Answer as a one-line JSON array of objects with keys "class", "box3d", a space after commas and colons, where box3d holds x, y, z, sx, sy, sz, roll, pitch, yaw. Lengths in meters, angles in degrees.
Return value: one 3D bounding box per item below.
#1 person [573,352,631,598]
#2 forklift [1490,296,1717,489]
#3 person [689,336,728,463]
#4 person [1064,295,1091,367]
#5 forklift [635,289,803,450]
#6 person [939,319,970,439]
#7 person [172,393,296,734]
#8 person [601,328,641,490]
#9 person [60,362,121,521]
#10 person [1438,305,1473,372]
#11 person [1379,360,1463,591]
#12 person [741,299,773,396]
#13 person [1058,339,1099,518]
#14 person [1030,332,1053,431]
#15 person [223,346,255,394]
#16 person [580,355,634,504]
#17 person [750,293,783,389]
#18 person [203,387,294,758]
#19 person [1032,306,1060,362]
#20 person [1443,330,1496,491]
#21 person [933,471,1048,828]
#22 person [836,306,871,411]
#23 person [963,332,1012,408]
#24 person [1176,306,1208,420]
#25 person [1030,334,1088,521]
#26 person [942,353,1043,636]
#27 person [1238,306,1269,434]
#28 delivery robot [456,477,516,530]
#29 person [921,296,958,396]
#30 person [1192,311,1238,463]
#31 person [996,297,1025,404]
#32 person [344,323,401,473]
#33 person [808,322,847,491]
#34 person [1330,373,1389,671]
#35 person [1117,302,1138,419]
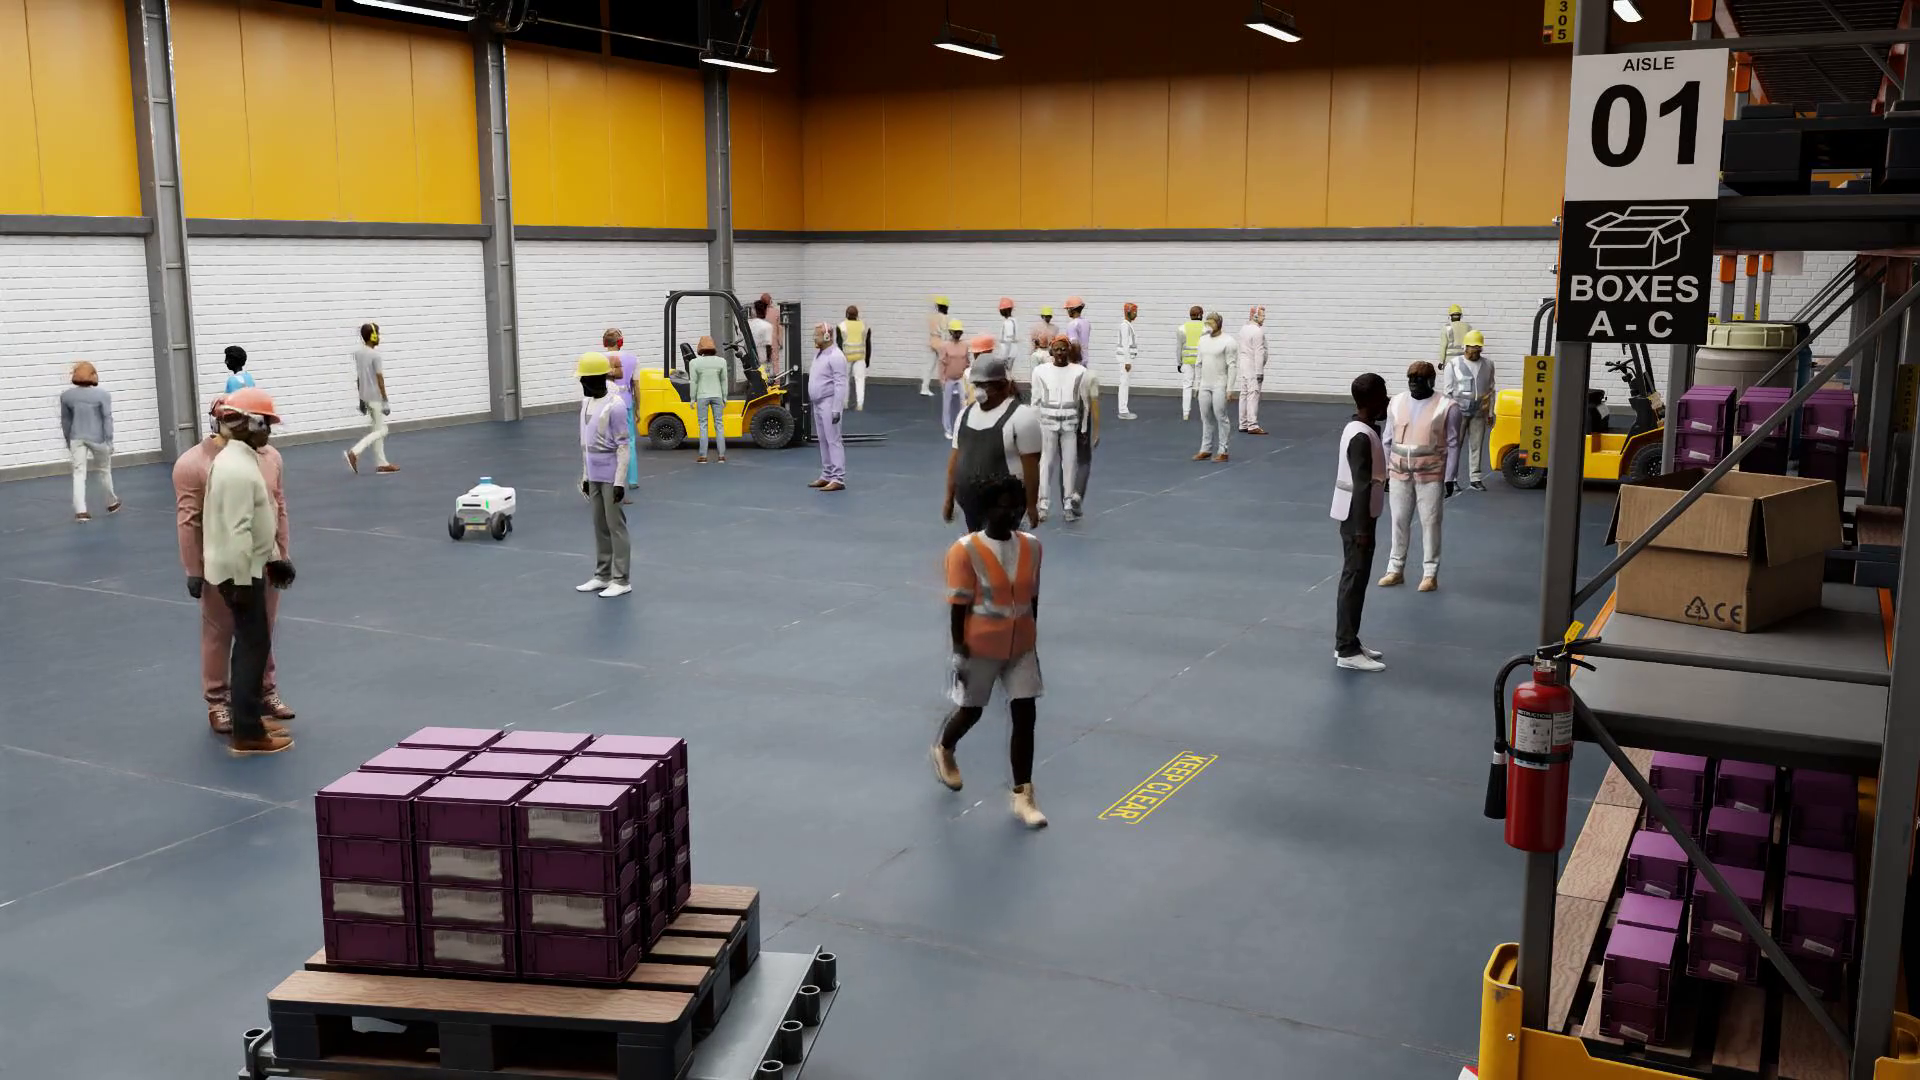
[{"class": "person", "box3d": [-2.798, -0.512, 13.033, 0.383, 1.924, 0.589, -8, 13, -40]}, {"class": "forklift", "box3d": [7.296, -1.677, 18.993, 2.313, 2.155, 1.214, 5, 11, 27]}, {"class": "person", "box3d": [-3.217, -1.796, 21.308, 0.497, 1.632, 0.289, -4, 11, -21]}, {"class": "person", "box3d": [1.758, -2.711, 25.425, 0.395, 2.038, 0.615, 5, 11, 28]}, {"class": "forklift", "box3d": [-3.358, -2.392, 23.136, 2.313, 2.155, 1.214, -1, 10, -5]}, {"class": "person", "box3d": [-0.043, -2.280, 23.808, 0.525, 1.737, 0.786, -4, 10, -21]}, {"class": "person", "box3d": [-4.068, 0.121, 9.419, 0.402, 1.906, 0.652, 7, 12, 36]}, {"class": "person", "box3d": [-3.893, -1.468, 18.809, 0.564, 1.839, 0.396, -3, 10, -14]}, {"class": "person", "box3d": [-8.830, -1.010, 16.870, 0.518, 1.580, 0.850, -1, 10, -8]}, {"class": "person", "box3d": [8.272, -3.021, 27.852, 0.591, 1.823, 0.404, -3, 10, -15]}, {"class": "person", "box3d": [3.651, -0.512, 13.280, 0.634, 1.839, 0.429, 7, 12, 36]}, {"class": "person", "box3d": [-3.332, -2.978, 27.251, 0.622, 1.949, 0.751, 6, 11, 31]}, {"class": "person", "box3d": [1.141, -1.106, 16.774, 0.528, 1.819, 0.502, 2, 10, 10]}, {"class": "person", "box3d": [1.106, -1.982, 22.408, 0.327, 1.630, 0.521, 6, 11, 31]}, {"class": "person", "box3d": [-7.749, -1.246, 17.936, 0.316, 1.697, 0.542, -1, 10, -7]}, {"class": "person", "box3d": [-3.738, -1.140, 17.568, 0.519, 1.620, 0.506, -5, 11, -26]}, {"class": "person", "box3d": [-3.747, -3.834, 32.312, 0.643, 1.910, 0.400, 0, 10, -1]}, {"class": "person", "box3d": [-3.828, 0.167, 8.961, 0.443, 1.970, 0.648, -5, 11, -27]}, {"class": "person", "box3d": [1.553, -3.305, 29.715, 0.525, 1.754, 0.365, -4, 11, -24]}, {"class": "person", "box3d": [5.756, -1.459, 18.808, 0.600, 1.828, 0.403, -1, 10, -4]}, {"class": "person", "box3d": [0.143, 0.485, 7.960, 0.533, 1.671, 0.778, -5, 11, -28]}, {"class": "person", "box3d": [-1.820, -3.096, 28.391, 0.647, 1.790, 0.978, -3, 10, -16]}, {"class": "person", "box3d": [0.258, -1.096, 16.455, 0.551, 1.918, 0.443, 5, 11, 27]}, {"class": "person", "box3d": [3.800, -2.846, 26.799, 0.619, 1.839, 0.430, 3, 10, 17]}, {"class": "person", "box3d": [0.996, -1.119, 16.669, 0.584, 1.879, 0.337, 0, 10, -1]}, {"class": "person", "box3d": [0.135, -0.306, 11.501, 0.703, 2.000, 0.984, 9, 13, 42]}, {"class": "person", "box3d": [4.380, -2.525, 24.761, 0.400, 1.902, 0.643, -2, 10, -13]}, {"class": "delivery robot", "box3d": [-4.497, -0.352, 15.797, 0.477, 0.478, 0.707, 1, 10, 7]}, {"class": "person", "box3d": [-0.337, -3.642, 31.282, 0.983, 1.872, 0.605, -6, 12, -32]}, {"class": "person", "box3d": [3.277, -1.965, 21.404, 0.352, 1.937, 0.635, -8, 13, -39]}, {"class": "person", "box3d": [0.832, -3.202, 28.581, 0.437, 1.932, 0.576, 1, 10, 8]}, {"class": "person", "box3d": [-7.129, -1.695, 20.084, 0.533, 1.850, 0.703, 9, 13, 42]}, {"class": "person", "box3d": [-1.525, -1.510, 18.865, 0.403, 1.906, 0.652, -5, 11, -26]}, {"class": "person", "box3d": [2.599, -0.126, 10.806, 0.382, 1.921, 0.597, 2, 10, 12]}, {"class": "person", "box3d": [2.722, -2.911, 27.029, 0.354, 1.887, 0.573, 1, 10, 6]}]
